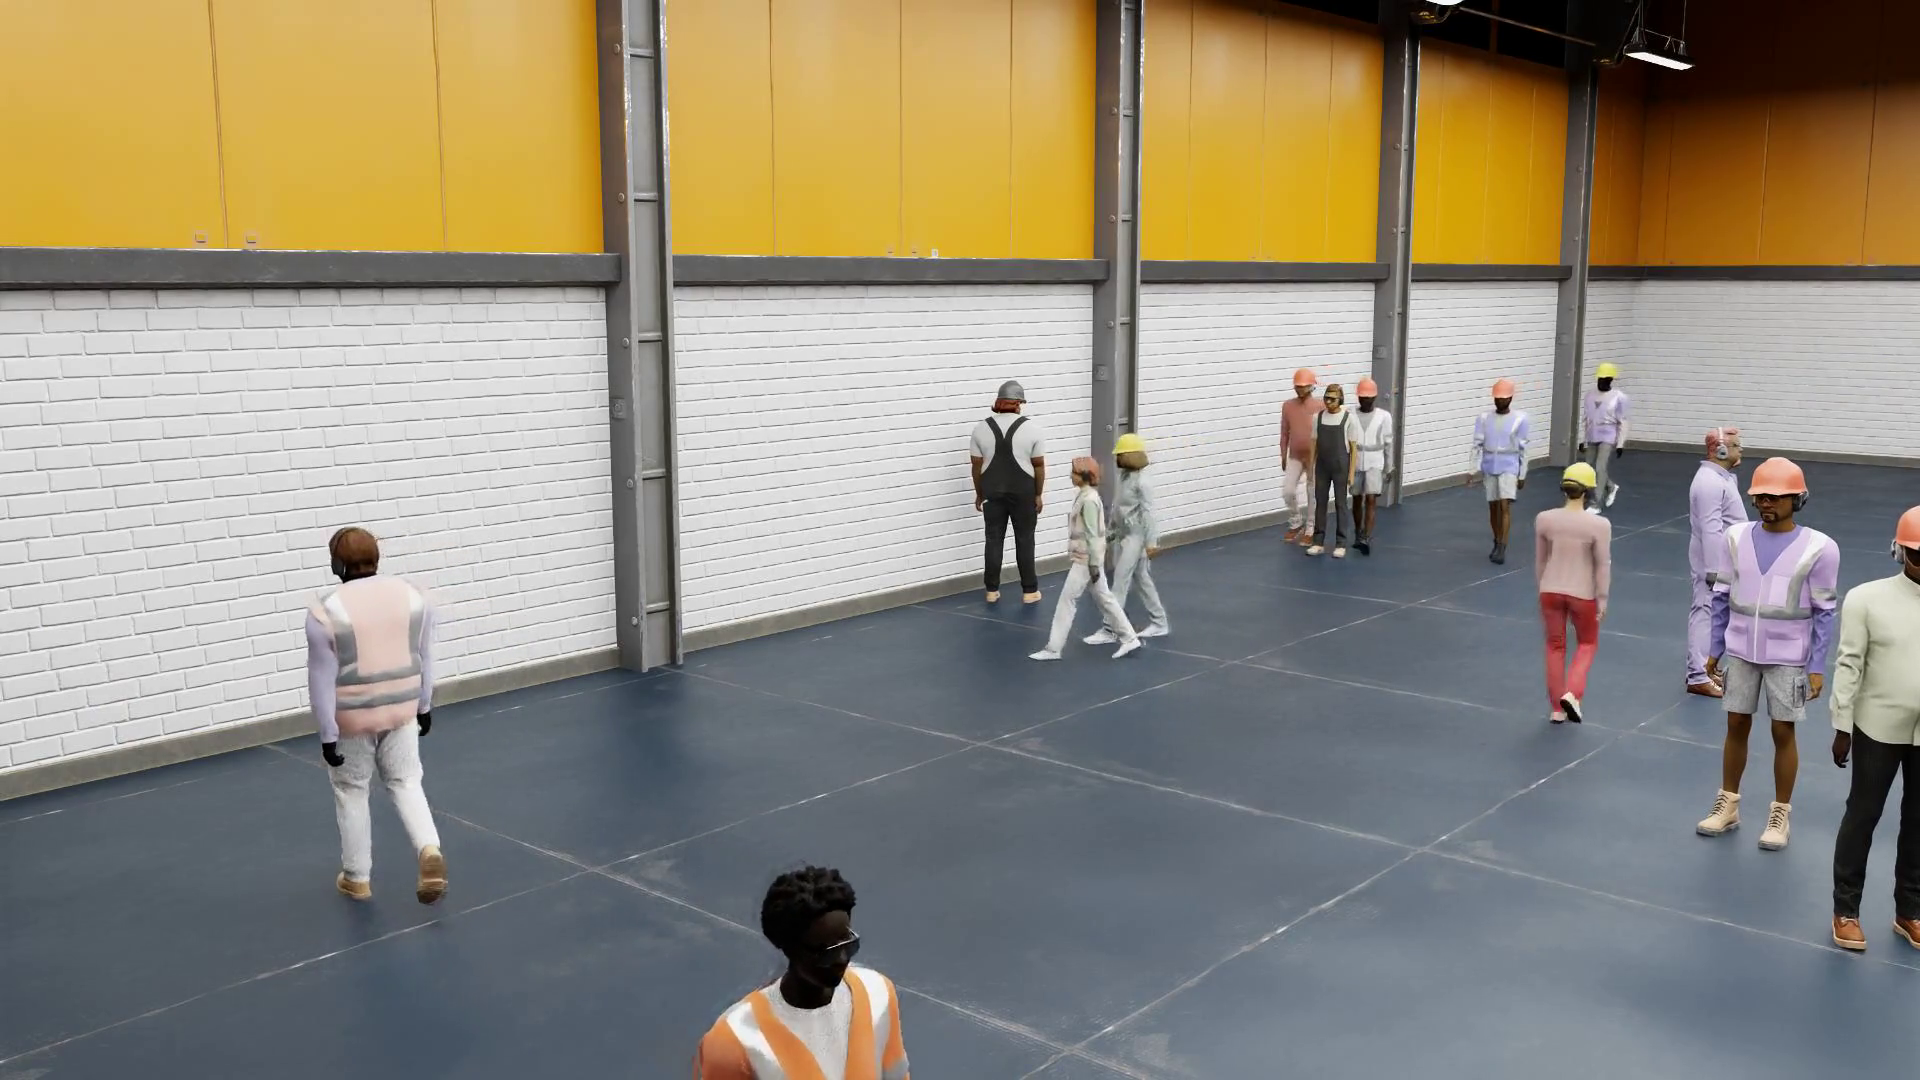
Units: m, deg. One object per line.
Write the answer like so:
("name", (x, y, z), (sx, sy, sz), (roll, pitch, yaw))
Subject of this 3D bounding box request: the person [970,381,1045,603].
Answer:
("person", (0.455, -0.448, 15.174), (0.681, 2.000, 0.536), (2, 9, 15))

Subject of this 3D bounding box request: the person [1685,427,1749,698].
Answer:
("person", (5.381, 0.149, 11.830), (0.409, 1.913, 0.642), (4, 10, 24))

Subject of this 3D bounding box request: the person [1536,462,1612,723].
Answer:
("person", (4.039, 0.362, 11.007), (0.519, 1.749, 0.424), (7, 11, 38))

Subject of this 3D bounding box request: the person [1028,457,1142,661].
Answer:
("person", (0.997, 0.145, 12.814), (0.863, 1.598, 0.525), (1, 9, 4))

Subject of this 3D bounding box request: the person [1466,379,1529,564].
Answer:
("person", (5.558, -0.707, 17.253), (0.562, 1.898, 0.903), (6, 11, 34))

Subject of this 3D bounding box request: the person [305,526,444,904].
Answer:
("person", (-2.728, 0.837, 7.798), (0.633, 1.820, 0.699), (-9, 12, -43))

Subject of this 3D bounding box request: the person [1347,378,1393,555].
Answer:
("person", (4.318, -0.790, 17.801), (0.571, 1.872, 1.016), (3, 10, 19))

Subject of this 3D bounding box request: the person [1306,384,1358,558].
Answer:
("person", (3.932, -0.734, 17.584), (0.517, 1.842, 0.327), (6, 11, 32))

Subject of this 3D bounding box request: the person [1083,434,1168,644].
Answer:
("person", (1.373, -0.019, 13.514), (0.784, 1.705, 0.499), (-3, 9, -16))

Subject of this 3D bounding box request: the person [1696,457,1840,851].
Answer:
("person", (4.197, 0.587, 8.662), (0.378, 2.045, 0.605), (-8, 12, -43))

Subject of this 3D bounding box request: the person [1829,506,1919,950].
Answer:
("person", (4.157, 0.828, 7.302), (0.622, 1.992, 0.396), (1, 9, 6))

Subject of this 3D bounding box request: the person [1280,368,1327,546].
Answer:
("person", (3.778, -0.906, 18.255), (0.639, 1.972, 0.475), (6, 11, 33))

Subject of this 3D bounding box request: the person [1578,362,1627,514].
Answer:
("person", (8.043, -1.271, 20.747), (0.705, 1.911, 0.597), (-5, 10, -30))

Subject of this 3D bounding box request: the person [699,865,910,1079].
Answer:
("person", (-0.297, 1.553, 3.815), (0.553, 1.646, 0.884), (-8, 12, -43))
